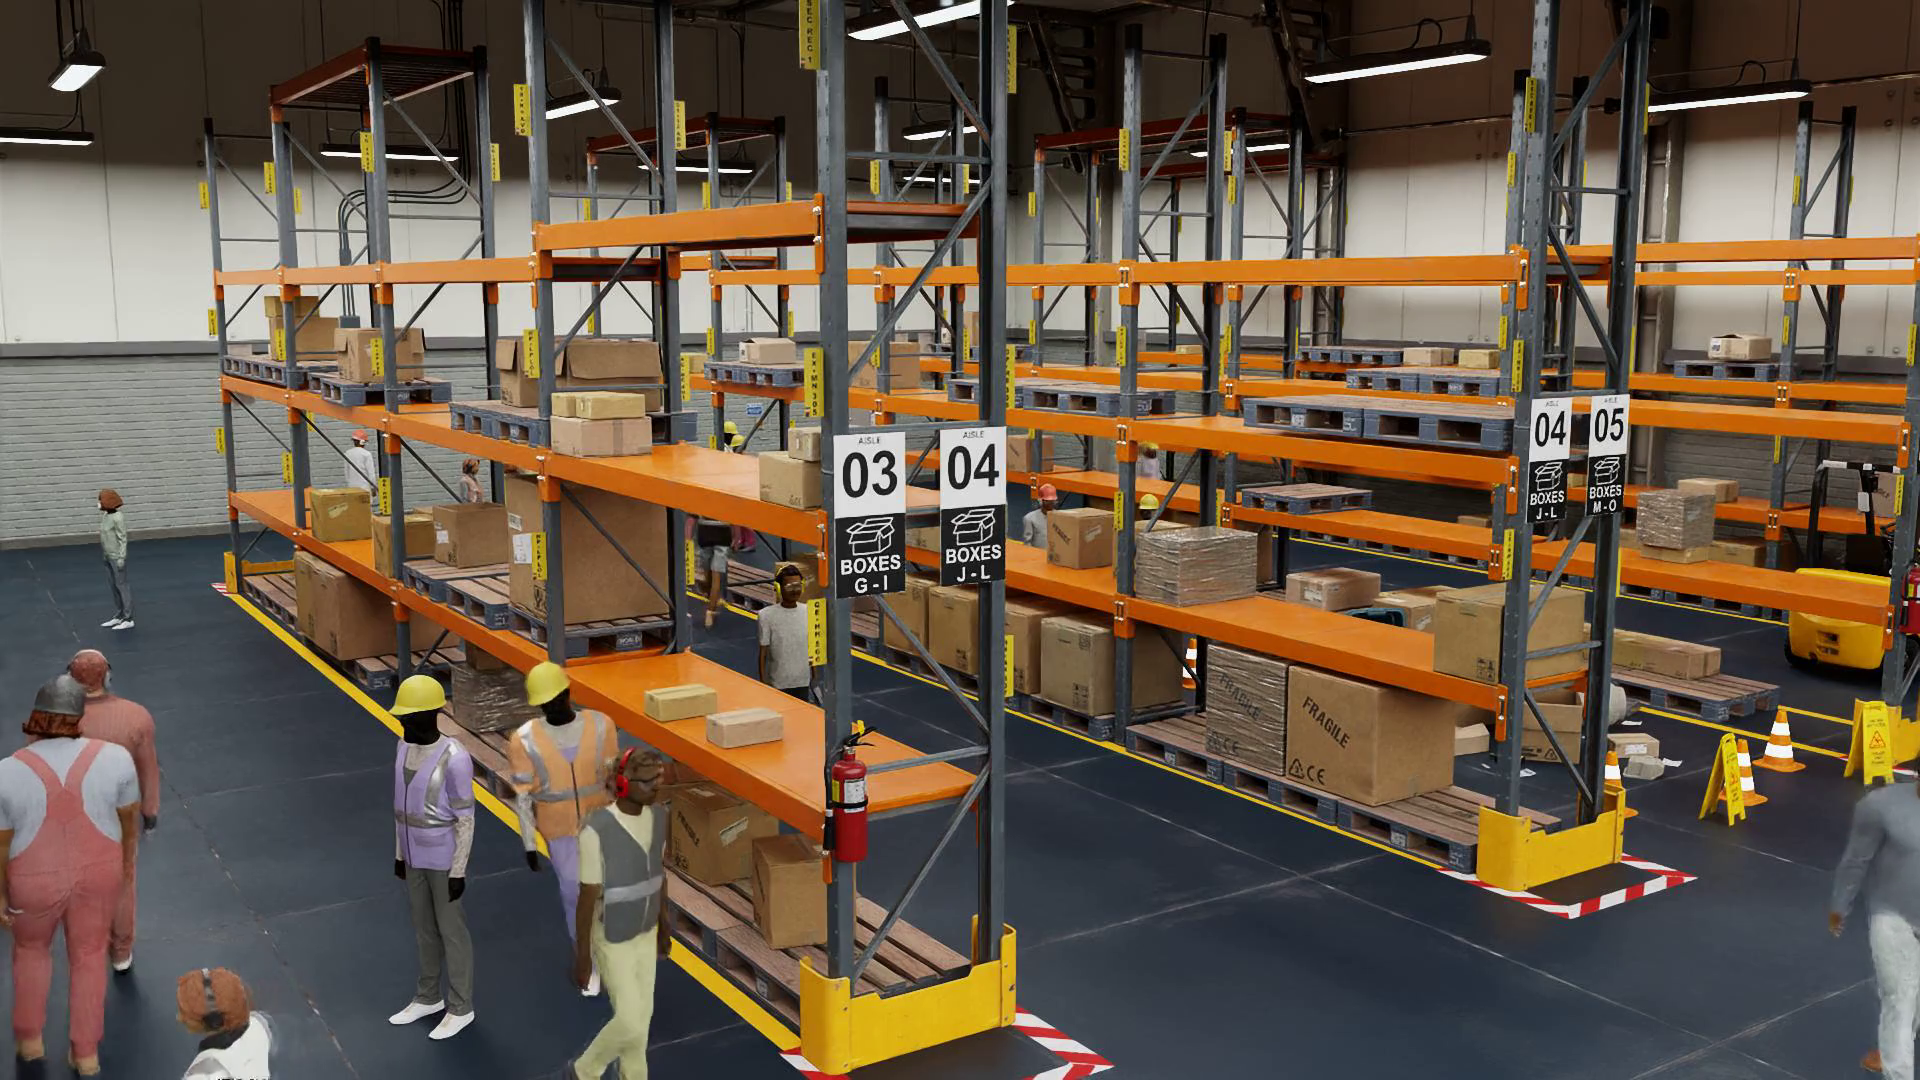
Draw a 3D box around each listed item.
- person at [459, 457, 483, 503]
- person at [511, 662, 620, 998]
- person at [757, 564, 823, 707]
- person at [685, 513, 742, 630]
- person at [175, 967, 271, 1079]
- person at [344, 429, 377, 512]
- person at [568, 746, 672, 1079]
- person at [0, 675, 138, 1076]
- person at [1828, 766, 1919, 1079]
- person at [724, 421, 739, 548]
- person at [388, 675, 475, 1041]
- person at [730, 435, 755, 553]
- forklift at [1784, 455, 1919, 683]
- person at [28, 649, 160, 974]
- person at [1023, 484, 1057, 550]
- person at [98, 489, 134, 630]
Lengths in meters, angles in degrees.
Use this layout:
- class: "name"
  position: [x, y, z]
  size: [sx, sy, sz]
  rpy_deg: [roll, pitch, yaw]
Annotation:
- class: "person"
  position: [-6.707, -0.320, 22.831]
  size: [0.310, 1.636, 0.523]
  rpy_deg: [0, 9, 1]
- class: "person"
  position: [-2.162, 1.585, 9.310]
  size: [0.638, 1.887, 0.554]
  rpy_deg: [-4, 9, -26]
- class: "person"
  position: [-1.276, 1.108, 12.540]
  size: [0.514, 1.876, 0.328]
  rpy_deg: [-5, 10, -30]
- class: "person"
  position: [-2.877, 0.024, 19.494]
  size: [0.686, 1.948, 1.084]
  rpy_deg: [1, 9, 7]
- class: "person"
  position: [-2.540, 2.248, 5.856]
  size: [0.737, 1.602, 0.521]
  rpy_deg: [1, 9, 8]
- class: "person"
  position: [-9.357, -0.855, 26.045]
  size: [0.603, 1.744, 0.354]
  rpy_deg: [4, 9, 24]
- class: "person"
  position: [-1.560, 1.849, 7.728]
  size: [0.435, 1.830, 0.608]
  rpy_deg: [4, 10, 26]
- class: "person"
  position: [-4.538, 1.643, 8.420]
  size: [0.698, 2.000, 0.753]
  rpy_deg: [-6, 10, -34]
- class: "person"
  position: [4.546, 1.805, 7.946]
  size: [0.668, 1.877, 0.983]
  rpy_deg: [3, 9, 17]
- class: "person"
  position: [-3.544, -0.849, 25.391]
  size: [0.388, 1.926, 0.590]
  rpy_deg: [0, 9, -3]
- class: "person"
  position: [-2.785, 1.650, 8.749]
  size: [0.586, 1.928, 0.365]
  rpy_deg: [6, 11, 36]
- class: "person"
  position: [-3.272, -0.698, 24.948]
  size: [0.334, 1.760, 0.542]
  rpy_deg: [-6, 11, -35]
- class: "forklift"
  position: [9.643, 0.253, 17.172]
  size: [2.313, 2.155, 1.214]
  rpy_deg: [-6, 10, -33]
- class: "person"
  position: [-4.935, 1.555, 9.512]
  size: [0.668, 1.888, 0.439]
  rpy_deg: [-6, 10, -33]
- class: "person"
  position: [0.976, 0.236, 18.740]
  size: [0.561, 1.752, 0.327]
  rpy_deg: [-4, 9, -22]
- class: "person"
  position: [-9.789, 0.220, 19.245]
  size: [0.509, 1.632, 0.266]
  rpy_deg: [8, 12, 43]
